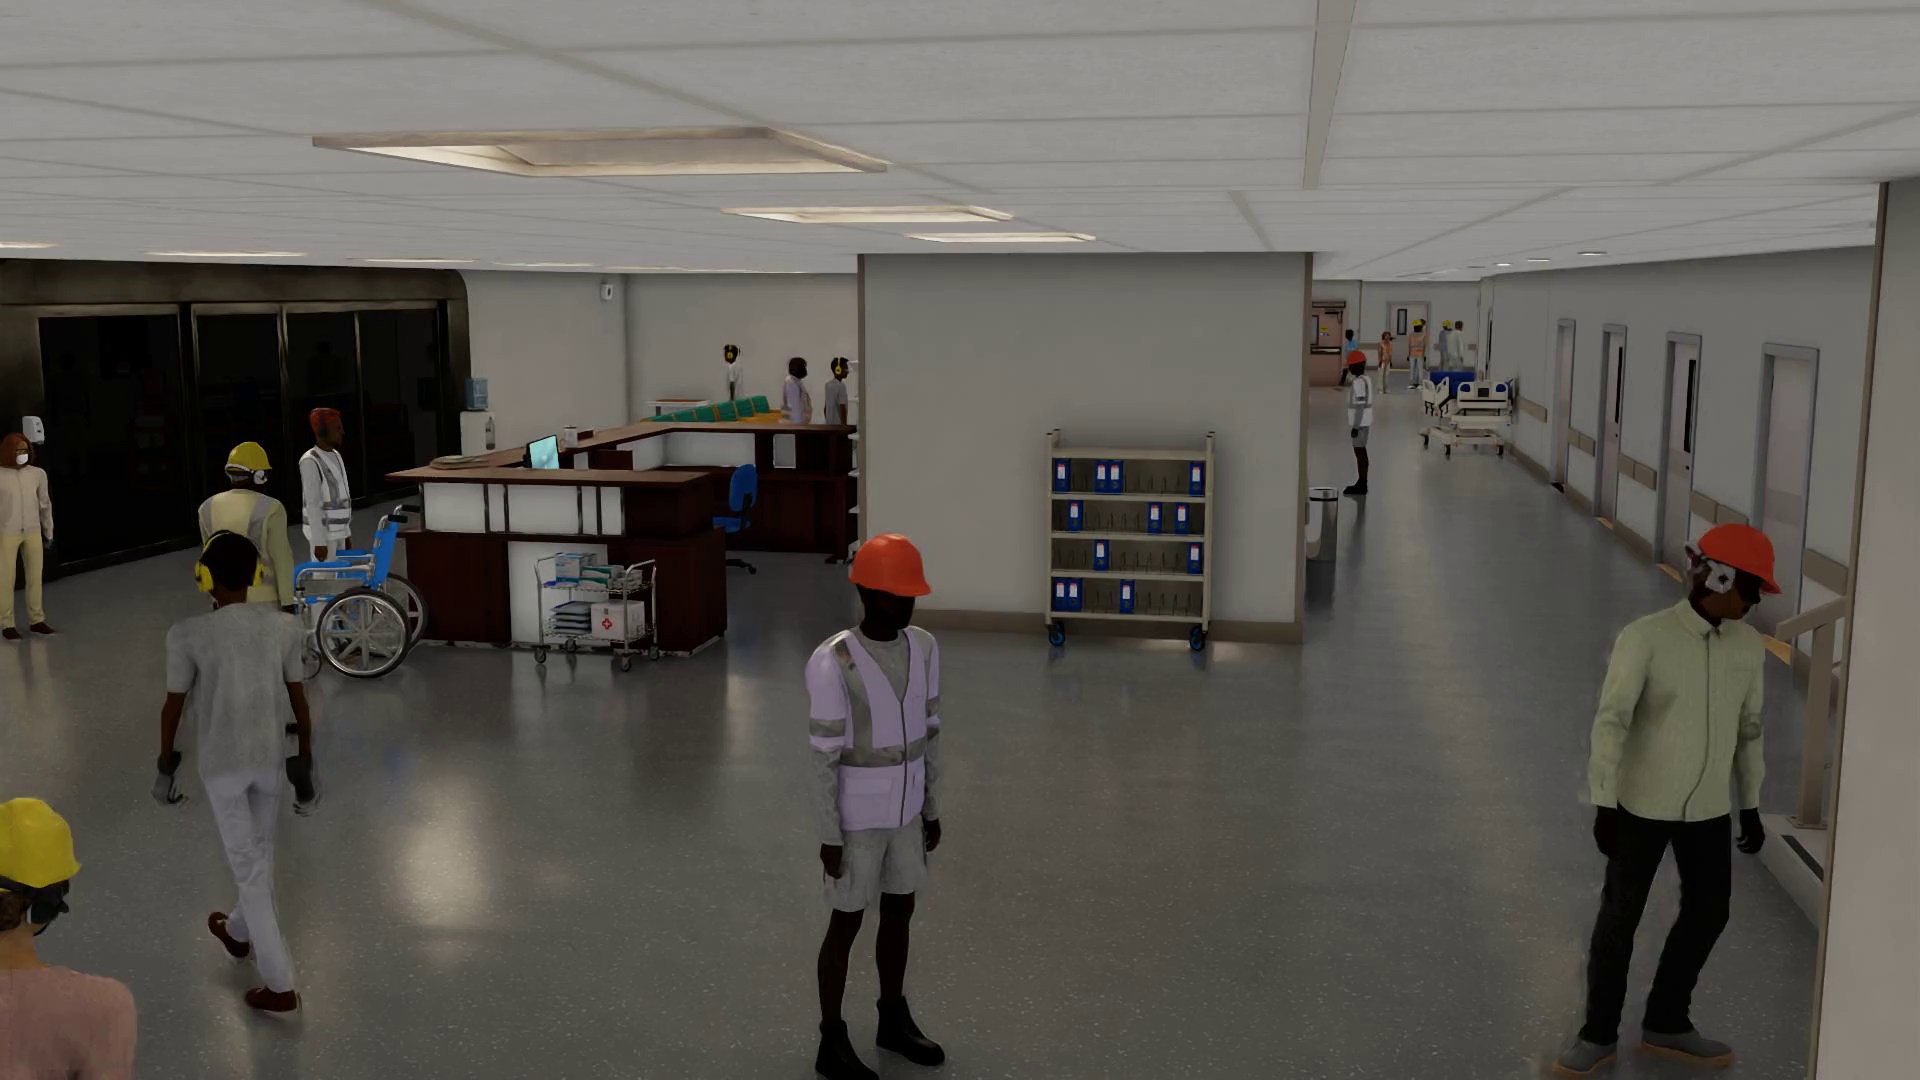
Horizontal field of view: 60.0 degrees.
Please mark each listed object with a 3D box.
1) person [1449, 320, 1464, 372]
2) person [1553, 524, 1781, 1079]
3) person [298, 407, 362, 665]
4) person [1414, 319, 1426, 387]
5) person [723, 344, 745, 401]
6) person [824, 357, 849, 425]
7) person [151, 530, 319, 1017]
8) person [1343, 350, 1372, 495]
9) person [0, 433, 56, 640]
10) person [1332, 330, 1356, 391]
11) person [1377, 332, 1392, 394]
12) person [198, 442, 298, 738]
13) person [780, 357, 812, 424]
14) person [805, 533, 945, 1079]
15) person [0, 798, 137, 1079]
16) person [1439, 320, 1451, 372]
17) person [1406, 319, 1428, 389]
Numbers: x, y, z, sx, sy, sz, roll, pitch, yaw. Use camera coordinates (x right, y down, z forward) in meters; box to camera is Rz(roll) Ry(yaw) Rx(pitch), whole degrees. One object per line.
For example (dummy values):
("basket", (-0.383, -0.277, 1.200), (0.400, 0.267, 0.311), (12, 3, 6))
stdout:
("person", (13.374, -4.993, 45.056), (0.574, 1.912, 0.641), (-2, 9, -10))
("person", (2.426, 0.912, 5.771), (0.784, 1.950, 0.368), (-2, 9, -11))
("person", (-4.621, -0.030, 12.202), (0.353, 1.883, 0.578), (-1, 9, -4))
("person", (12.875, -5.238, 46.636), (0.391, 1.928, 0.636), (4, 9, 25))
("person", (-3.733, -2.228, 26.873), (0.603, 1.849, 0.565), (2, 9, 13))
("person", (-1.585, -1.439, 21.620), (0.333, 1.866, 0.515), (-5, 10, -31))
("person", (-2.834, 0.872, 6.448), (0.965, 1.819, 0.505), (7, 11, 40))
("person", (5.313, -1.569, 22.263), (0.389, 1.929, 0.547), (4, 9, 23))
("person", (-7.392, -0.033, 13.088), (0.285, 1.627, 0.504), (6, 10, 34))
("person", (10.398, -4.812, 44.631), (0.800, 1.655, 0.549), (-1, 9, -6))
("person", (11.139, -4.644, 43.624), (0.514, 1.641, 0.307), (-6, 11, -36))
("person", (-4.299, 0.317, 10.110), (0.595, 1.825, 0.404), (2, 9, 14))
("person", (-2.205, -1.538, 22.421), (0.431, 1.833, 0.644), (-1, 9, -9))
("person", (-0.261, 0.927, 5.720), (0.542, 1.928, 0.399), (-8, 12, -43))
("person", (-1.900, 1.376, 3.398), (0.536, 1.723, 0.871), (-1, 9, -8))
("person", (14.422, -5.604, 49.341), (0.403, 1.837, 0.591), (-2, 9, -13))
("person", (12.538, -5.092, 45.645), (0.591, 1.926, 0.386), (8, 12, 44))
